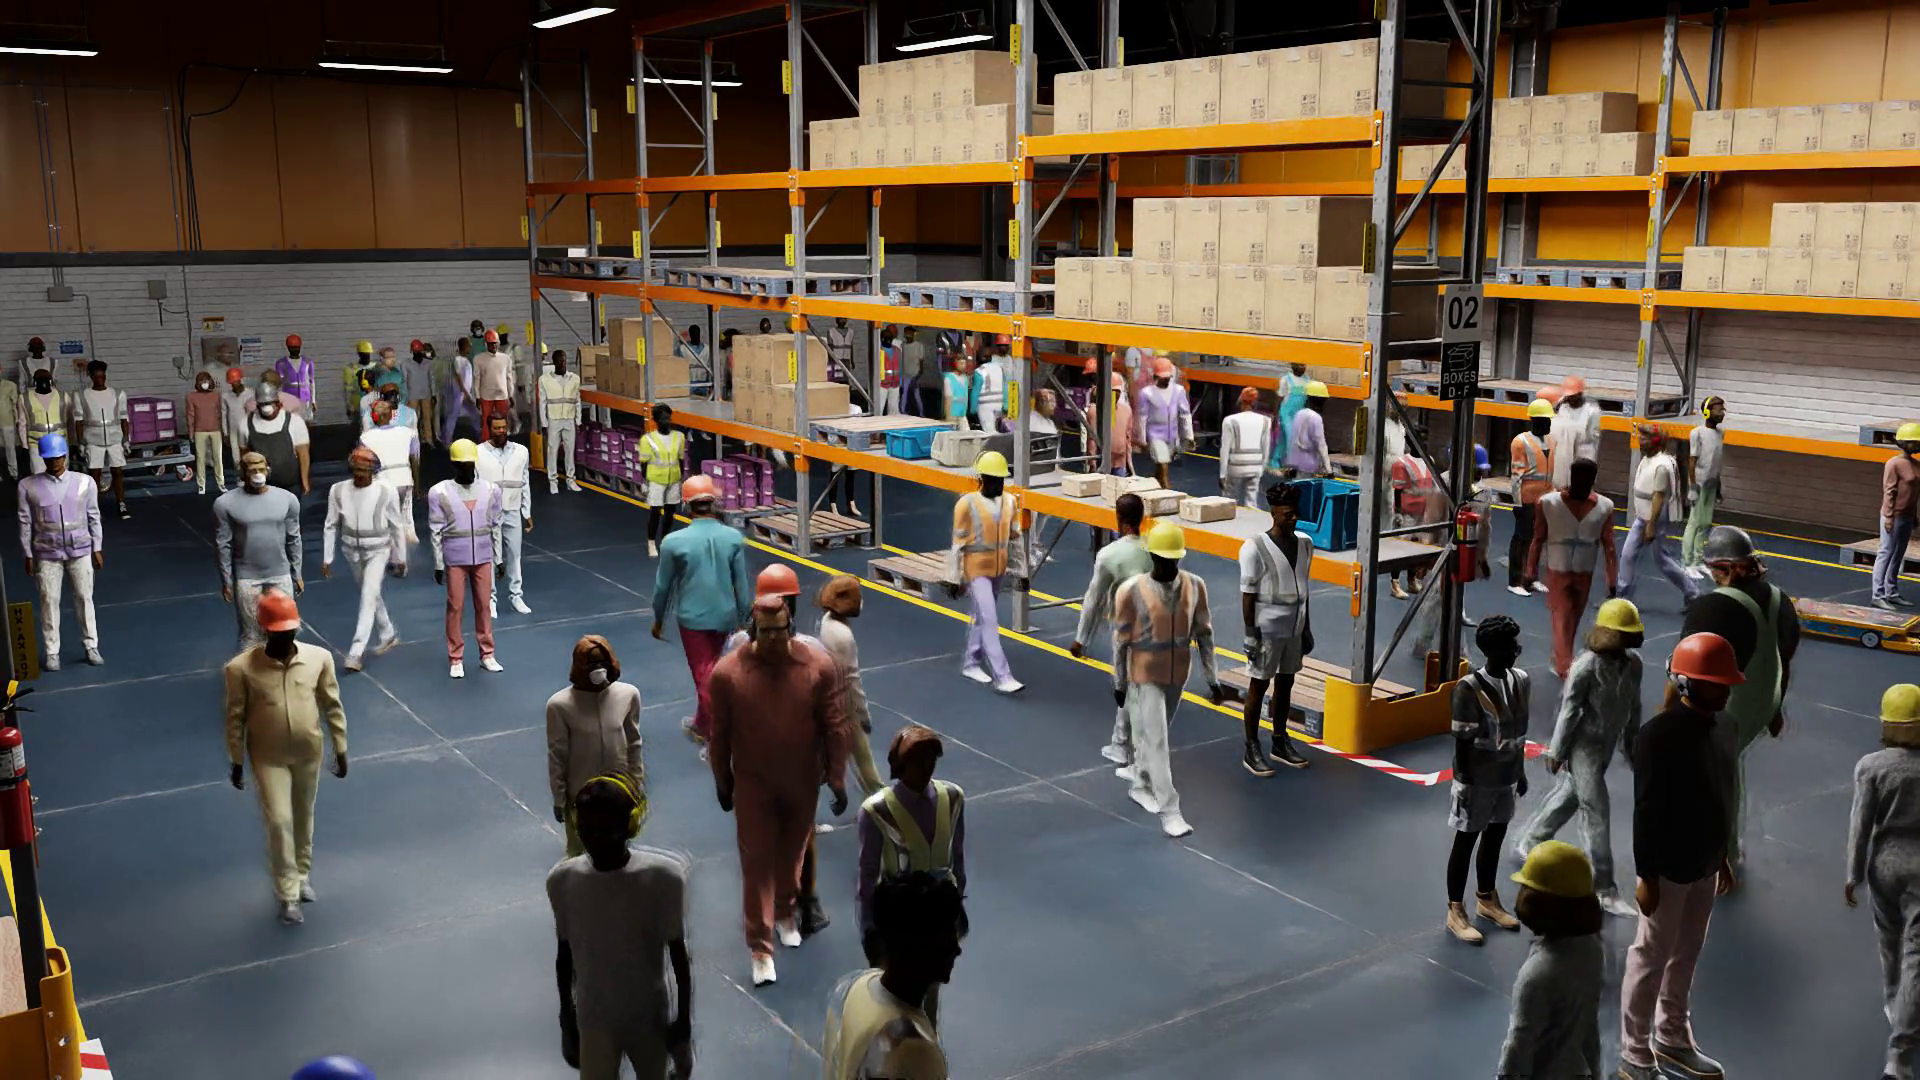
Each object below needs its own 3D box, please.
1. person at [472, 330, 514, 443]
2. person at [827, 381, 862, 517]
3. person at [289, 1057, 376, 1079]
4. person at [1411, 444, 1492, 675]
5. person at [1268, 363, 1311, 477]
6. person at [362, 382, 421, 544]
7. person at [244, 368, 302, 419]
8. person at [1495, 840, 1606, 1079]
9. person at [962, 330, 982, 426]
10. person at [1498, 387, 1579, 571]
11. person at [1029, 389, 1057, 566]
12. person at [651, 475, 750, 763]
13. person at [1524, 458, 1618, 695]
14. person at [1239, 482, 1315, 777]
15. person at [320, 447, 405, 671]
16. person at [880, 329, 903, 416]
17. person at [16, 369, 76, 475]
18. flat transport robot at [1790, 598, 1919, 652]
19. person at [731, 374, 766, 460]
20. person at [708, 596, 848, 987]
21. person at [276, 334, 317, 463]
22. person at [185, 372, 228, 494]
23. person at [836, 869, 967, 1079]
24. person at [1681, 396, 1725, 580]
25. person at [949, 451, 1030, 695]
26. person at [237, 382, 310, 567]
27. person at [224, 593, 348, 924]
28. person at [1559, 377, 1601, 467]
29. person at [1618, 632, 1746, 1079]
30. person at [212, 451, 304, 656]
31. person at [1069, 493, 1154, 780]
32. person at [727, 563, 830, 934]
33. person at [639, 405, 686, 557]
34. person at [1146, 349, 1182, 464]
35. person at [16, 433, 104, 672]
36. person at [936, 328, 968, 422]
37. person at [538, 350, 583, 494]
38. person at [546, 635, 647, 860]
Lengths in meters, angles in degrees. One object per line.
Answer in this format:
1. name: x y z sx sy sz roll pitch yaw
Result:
1. person: -7.010 -2.162 25.034 0.611 1.995 0.381 -7 13 -34
2. person: -1.429 -1.112 20.430 0.535 1.697 0.318 -7 13 -34
3. person: -1.328 2.044 3.640 0.612 1.947 0.402 -7 13 -34
4. person: 4.050 0.143 13.522 0.617 1.885 0.962 -8 13 -34
5. person: 4.649 -1.721 23.342 0.508 1.792 0.950 -7 13 -32
6. person: -6.377 -0.855 18.734 0.626 1.846 0.429 -7 13 -34
7. person: -8.098 -1.075 19.710 0.640 1.915 0.831 -4 12 -19
8. person: 1.976 1.819 5.400 0.853 1.708 0.495 8 14 37
9. person: 0.147 -2.981 29.302 0.607 1.966 0.367 -7 13 -34
10. person: 6.092 -0.613 17.225 0.701 1.943 0.823 -5 12 -24
11. person: 0.808 -0.661 17.681 0.465 1.884 0.686 6 12 27
12. person: -1.823 0.526 11.405 0.610 1.948 0.951 -9 14 -38
13. person: 4.781 0.279 12.932 0.634 1.840 1.055 0 11 2
14. person: 2.119 0.579 11.078 0.607 1.966 0.367 -7 13 -34
15. person: -4.924 0.132 13.760 0.621 1.817 1.020 1 11 6
16. person: -1.200 -2.549 27.411 0.626 1.844 0.429 -7 13 -34
17. person: -11.161 -1.173 20.365 0.626 1.846 0.429 -7 13 -34
18. flat transport robot: 7.799 0.723 14.695 1.431 0.197 0.652 10 15 43
19. person: -2.721 -1.607 22.070 0.607 2.044 0.377 -7 13 -34
20. person: -0.870 1.206 8.139 0.646 1.866 0.937 -3 12 -17
21. person: -9.913 -2.106 24.882 0.545 1.942 0.353 -7 13 -34
22. person: -10.051 -1.434 22.227 0.500 1.636 0.281 -7 13 -34
23. person: -0.077 1.853 4.673 0.991 1.917 0.629 -2 11 -10
24. person: 7.653 -0.540 17.044 0.514 1.876 0.328 -7 13 -34
25. person: 0.290 0.257 12.936 0.614 1.884 0.947 -10 15 -40
26. person: -7.062 -0.644 17.148 0.699 2.000 0.985 -3 12 -17
27. person: -3.517 1.140 8.791 0.590 1.727 0.706 -8 14 -37
28. person: 7.087 -0.959 19.211 0.551 1.861 1.057 6 13 29
29. person: 3.062 1.357 7.028 0.611 1.995 0.381 -7 13 -34
30. person: -5.312 0.284 12.662 0.630 1.940 0.372 -7 13 -34
31. person: 1.080 0.629 11.024 0.628 1.877 0.797 -8 14 -36
32. person: -0.931 1.074 8.693 0.581 1.906 0.447 4 12 20
33. person: -3.231 -0.638 18.077 0.541 1.665 0.413 -8 14 -36
34. person: 3.043 -2.004 24.732 0.606 1.803 0.766 -5 12 -24
35. person: -7.349 0.091 13.624 0.605 1.948 0.390 -7 13 -34
36. person: -0.128 -2.978 29.079 0.607 2.048 0.369 -7 13 -34
37. person: -5.352 -1.595 22.322 0.591 1.922 0.392 -7 13 -34
38. person: -1.824 1.272 8.391 0.500 1.633 0.281 -7 13 -34
